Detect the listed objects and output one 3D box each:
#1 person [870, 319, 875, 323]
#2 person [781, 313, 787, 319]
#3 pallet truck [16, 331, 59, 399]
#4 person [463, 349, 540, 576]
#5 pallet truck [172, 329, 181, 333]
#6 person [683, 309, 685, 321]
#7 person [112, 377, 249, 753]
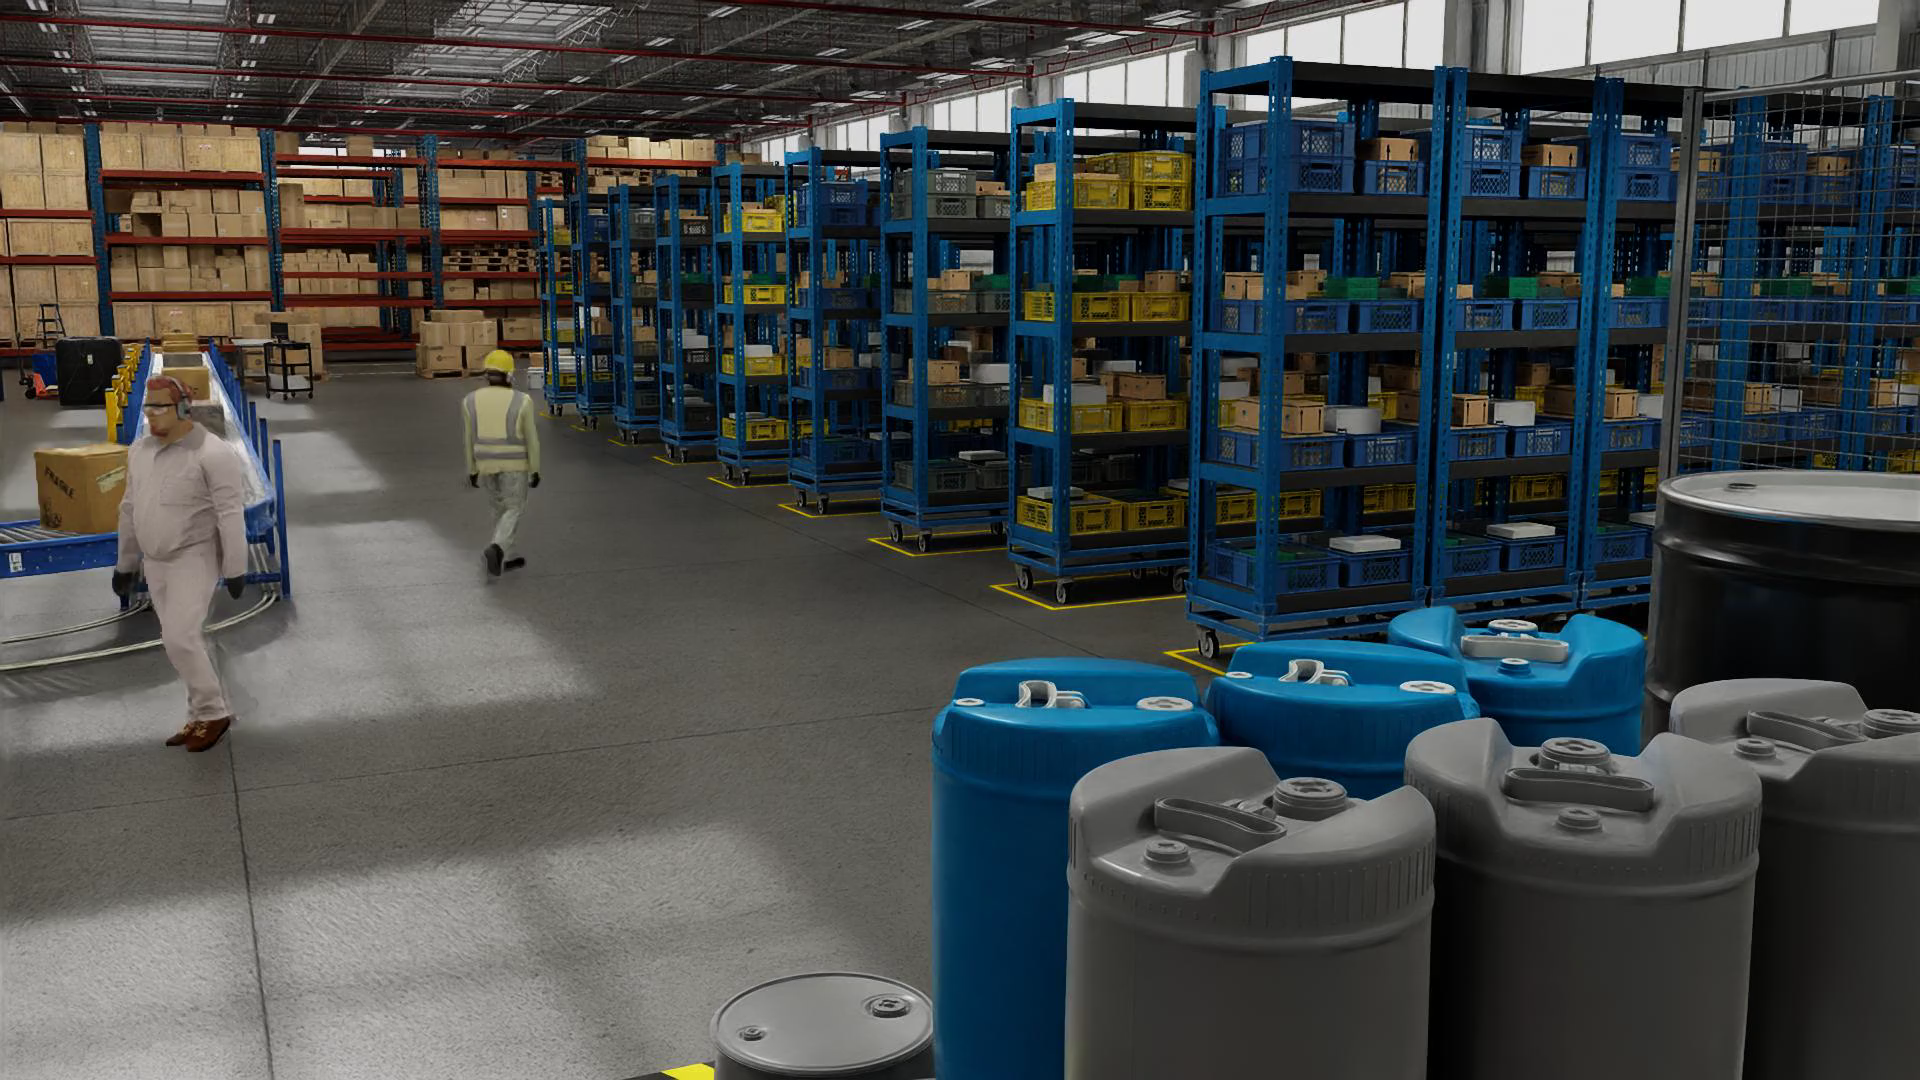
[{"bbox_3d":[-2.941,-6.853,51.868,0.679,1.821,0.471,-7,11,-36],"label":"person"},{"bbox_3d":[-4.667,-5.984,45.954,0.622,1.992,0.395,-6,11,-31],"label":"person"},{"bbox_3d":[-17.082,-3.353,31.781,1.630,1.274,0.653,-4,10,-25],"label":"pallet truck"},{"bbox_3d":[-3.629,-0.602,13.148,0.596,1.808,0.740,2,9,10],"label":"person"},{"bbox_3d":[-17.275,-3.851,35.096,1.601,1.201,0.680,0,9,1],"label":"pallet truck"},{"bbox_3d":[-7.850,-6.011,46.321,0.512,1.921,0.573,-4,10,-22],"label":"person"},{"bbox_3d":[-3.955,0.130,8.361,0.648,1.890,0.520,5,10,26],"label":"person"}]
